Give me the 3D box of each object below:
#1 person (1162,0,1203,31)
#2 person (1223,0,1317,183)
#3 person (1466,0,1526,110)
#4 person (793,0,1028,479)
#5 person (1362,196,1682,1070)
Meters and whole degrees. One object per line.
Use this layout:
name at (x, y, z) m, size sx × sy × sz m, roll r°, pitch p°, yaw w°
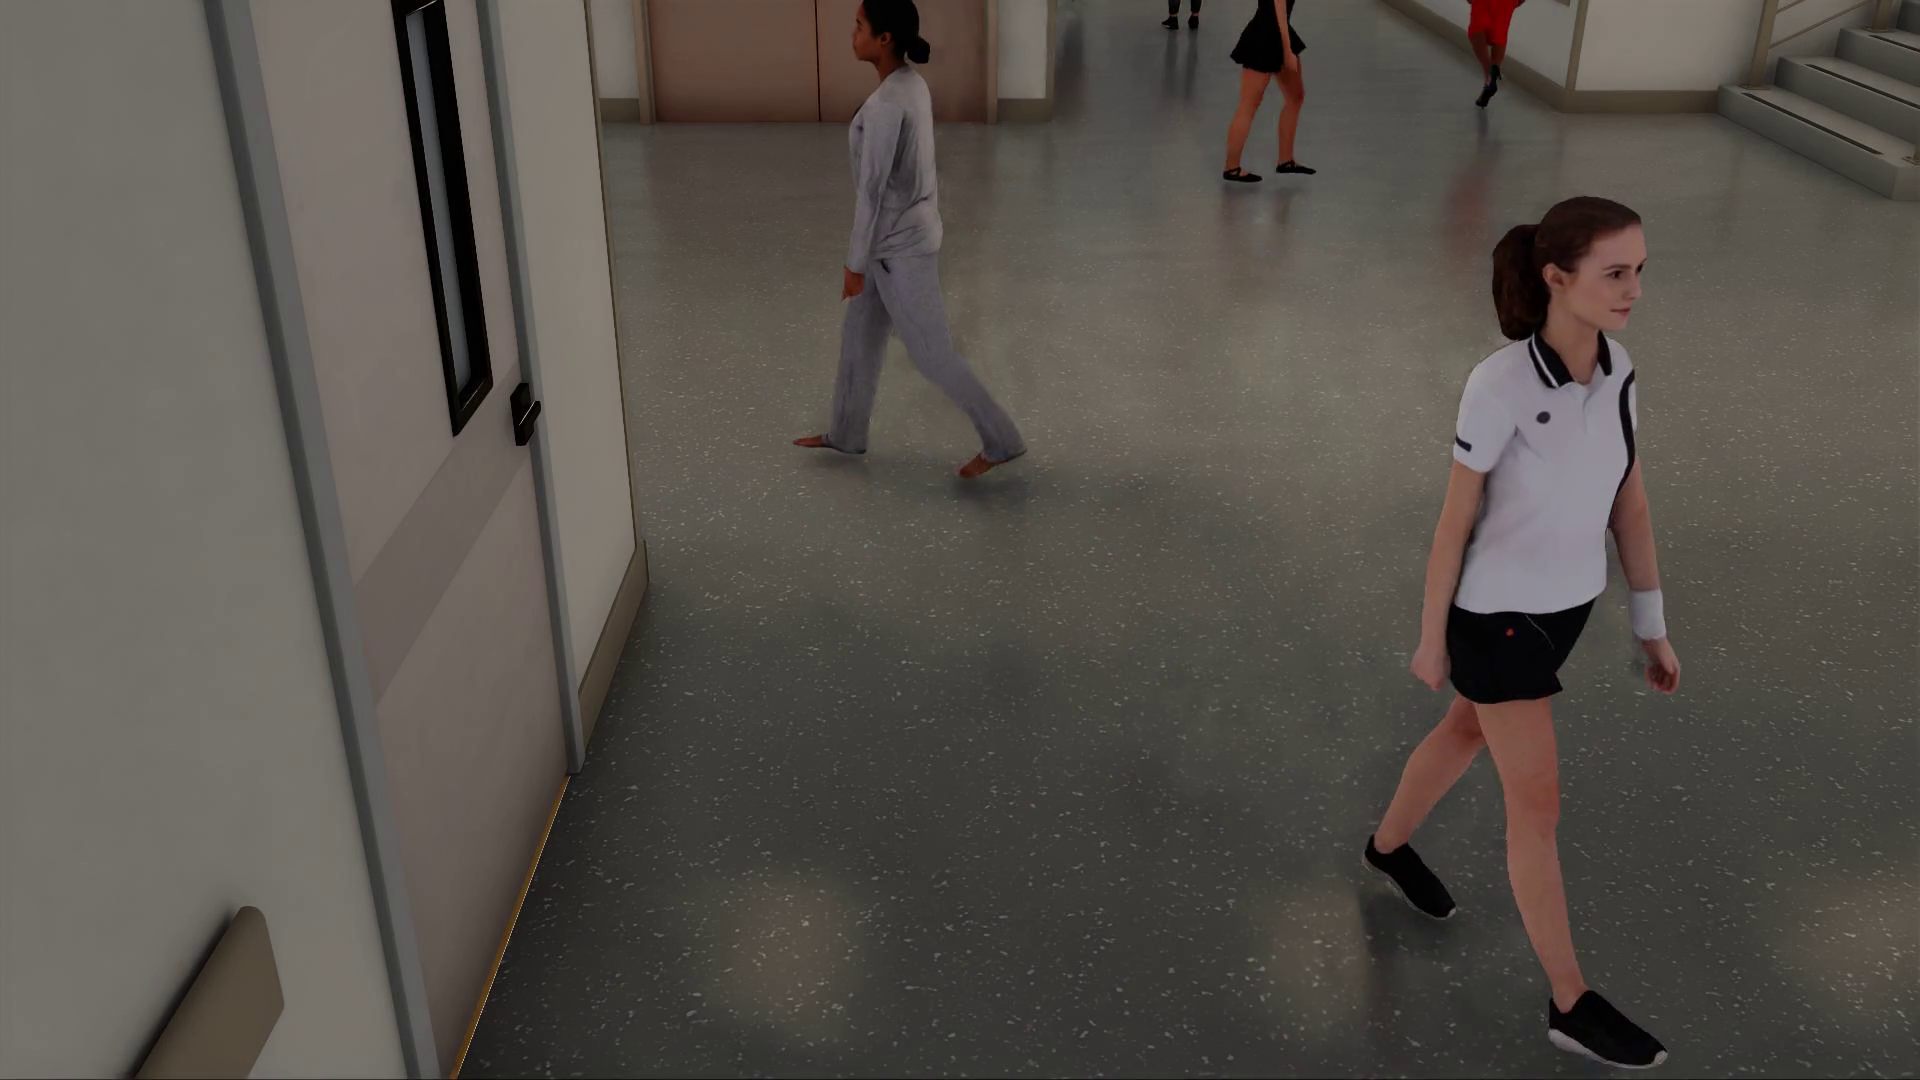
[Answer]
person at (2.096, -5.636, 15.387) m, size 0.521 × 1.722 × 0.714 m, roll -4°, pitch 26°, yaw -8°
person at (1.766, -2.968, 9.962) m, size 0.866 × 1.660 × 0.731 m, roll 9°, pitch 27°, yaw 18°
person at (3.879, -3.946, 11.904) m, size 0.662 × 1.734 × 0.644 m, roll 0°, pitch 26°, yaw 0°
person at (-0.119, -1.020, 5.869) m, size 1.185 × 1.706 × 0.782 m, roll 4°, pitch 26°, yaw 8°
person at (1.086, 0.148, 3.447) m, size 1.119 × 1.707 × 1.048 m, roll -16°, pitch 30°, yaw -30°
